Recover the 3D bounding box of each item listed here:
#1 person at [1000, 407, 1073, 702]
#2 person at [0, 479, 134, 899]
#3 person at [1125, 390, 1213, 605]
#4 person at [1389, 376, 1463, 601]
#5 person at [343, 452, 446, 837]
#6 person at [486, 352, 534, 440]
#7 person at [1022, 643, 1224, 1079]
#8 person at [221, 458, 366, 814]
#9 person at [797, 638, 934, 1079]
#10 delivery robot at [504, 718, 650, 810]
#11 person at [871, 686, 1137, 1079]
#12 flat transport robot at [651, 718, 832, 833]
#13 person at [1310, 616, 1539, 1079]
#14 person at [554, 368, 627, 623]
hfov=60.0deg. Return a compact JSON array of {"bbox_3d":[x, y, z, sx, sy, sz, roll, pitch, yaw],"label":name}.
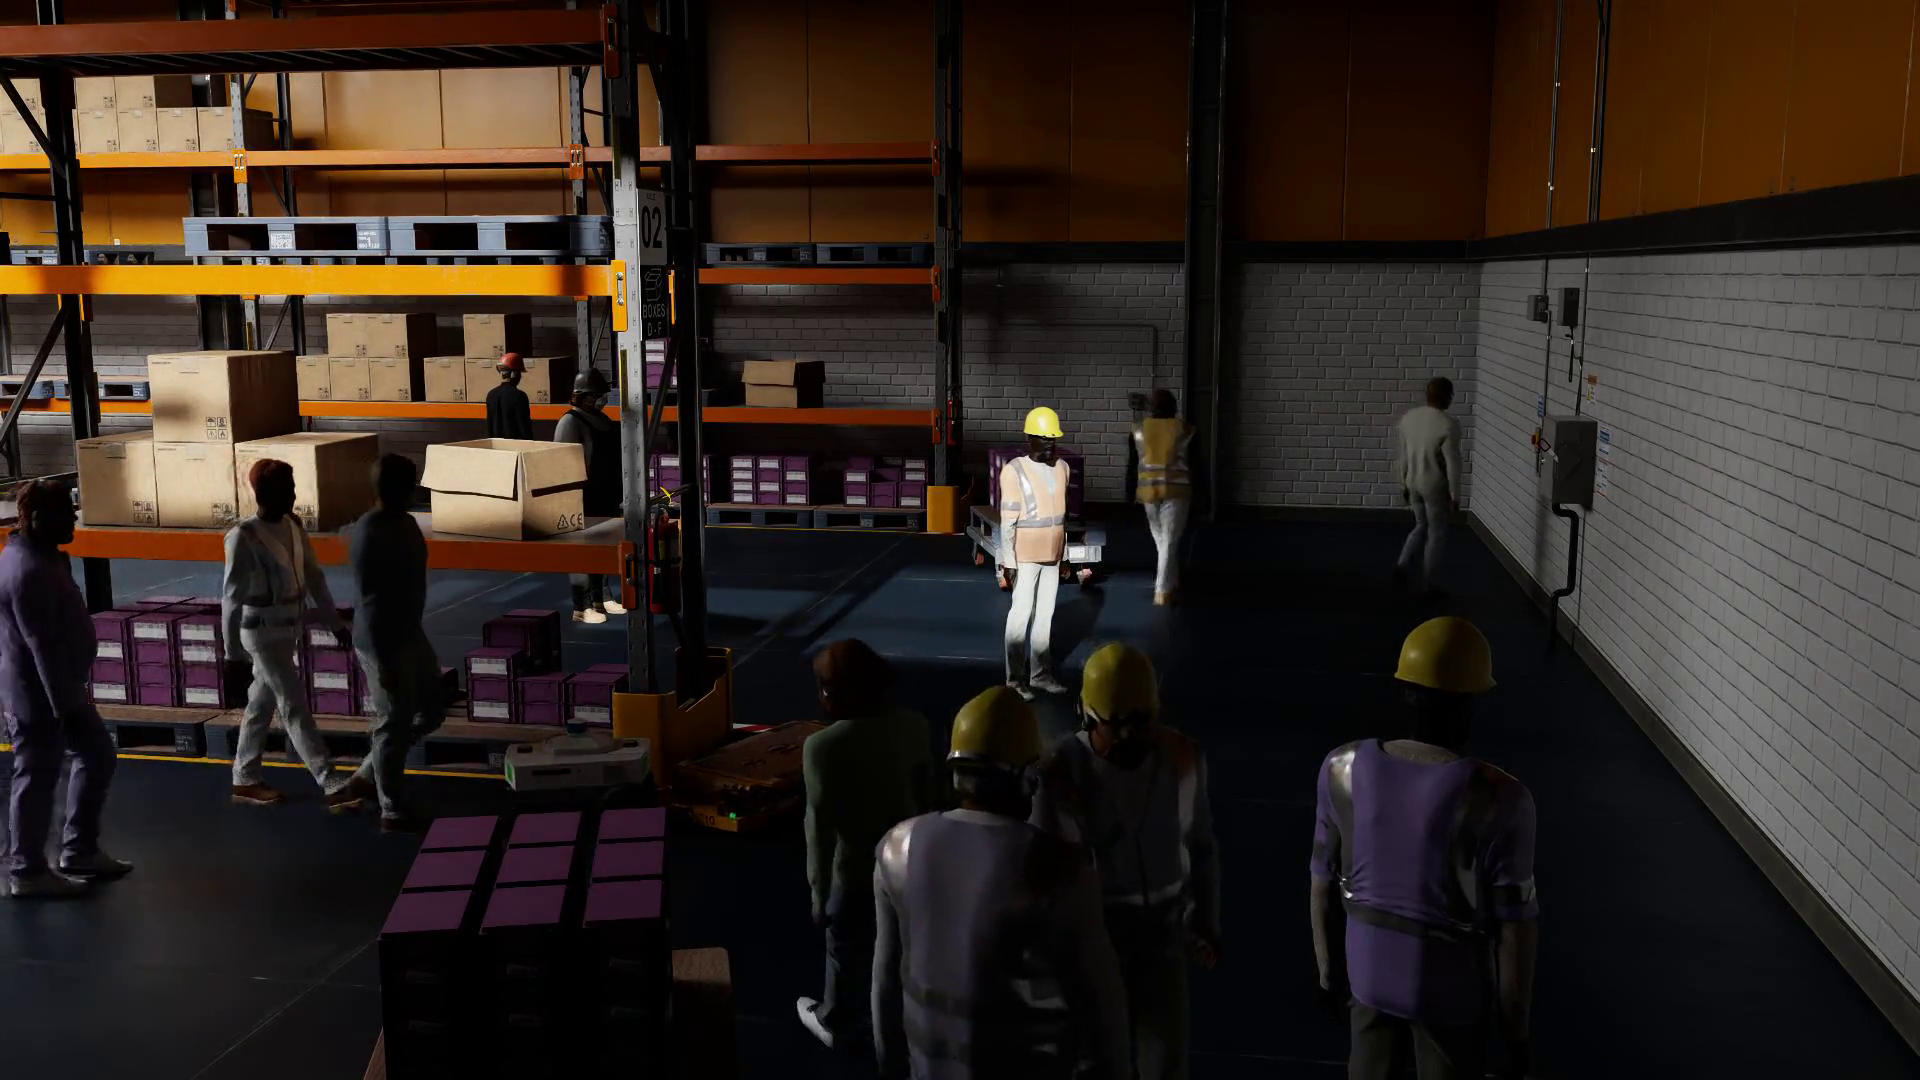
[{"bbox_3d":[0.521,0.088,10.889,0.594,1.924,0.382,-8,12,-42],"label":"person"},{"bbox_3d":[-3.991,0.665,7.432,0.653,1.880,0.663,-4,10,-25],"label":"person"},{"bbox_3d":[1.799,-0.375,14.192,0.715,1.783,0.885,4,10,23],"label":"person"},{"bbox_3d":[3.981,-0.427,14.101,0.489,1.919,0.646,-5,11,-30],"label":"person"},{"bbox_3d":[-2.795,0.527,8.166,0.456,1.924,0.642,0,9,3],"label":"person"},{"bbox_3d":[-4.488,-0.885,16.728,0.609,1.992,0.383,6,11,35],"label":"person"},{"bbox_3d":[0.479,1.141,4.840,0.658,1.779,0.795,-3,10,-16],"label":"person"},{"bbox_3d":[-3.410,0.502,8.566,0.979,1.835,0.587,1,9,7],"label":"person"},{"bbox_3d":[-0.319,1.101,5.656,0.537,1.577,0.863,-5,10,-28],"label":"person"},{"bbox_3d":[-1.913,1.138,8.332,0.707,0.478,0.477,-2,9,-11],"label":"delivery robot"},{"bbox_3d":[0.143,1.247,4.113,0.615,1.798,0.832,6,11,34],"label":"person"},{"bbox_3d":[-0.977,1.232,8.915,0.652,0.197,1.431,6,11,32],"label":"flat transport robot"},{"bbox_3d":[1.204,1.146,4.323,0.594,1.924,0.379,8,12,39],"label":"person"},{"bbox_3d":[-2.910,-0.368,13.369,0.539,2.000,0.688,3,10,16],"label":"person"}]
